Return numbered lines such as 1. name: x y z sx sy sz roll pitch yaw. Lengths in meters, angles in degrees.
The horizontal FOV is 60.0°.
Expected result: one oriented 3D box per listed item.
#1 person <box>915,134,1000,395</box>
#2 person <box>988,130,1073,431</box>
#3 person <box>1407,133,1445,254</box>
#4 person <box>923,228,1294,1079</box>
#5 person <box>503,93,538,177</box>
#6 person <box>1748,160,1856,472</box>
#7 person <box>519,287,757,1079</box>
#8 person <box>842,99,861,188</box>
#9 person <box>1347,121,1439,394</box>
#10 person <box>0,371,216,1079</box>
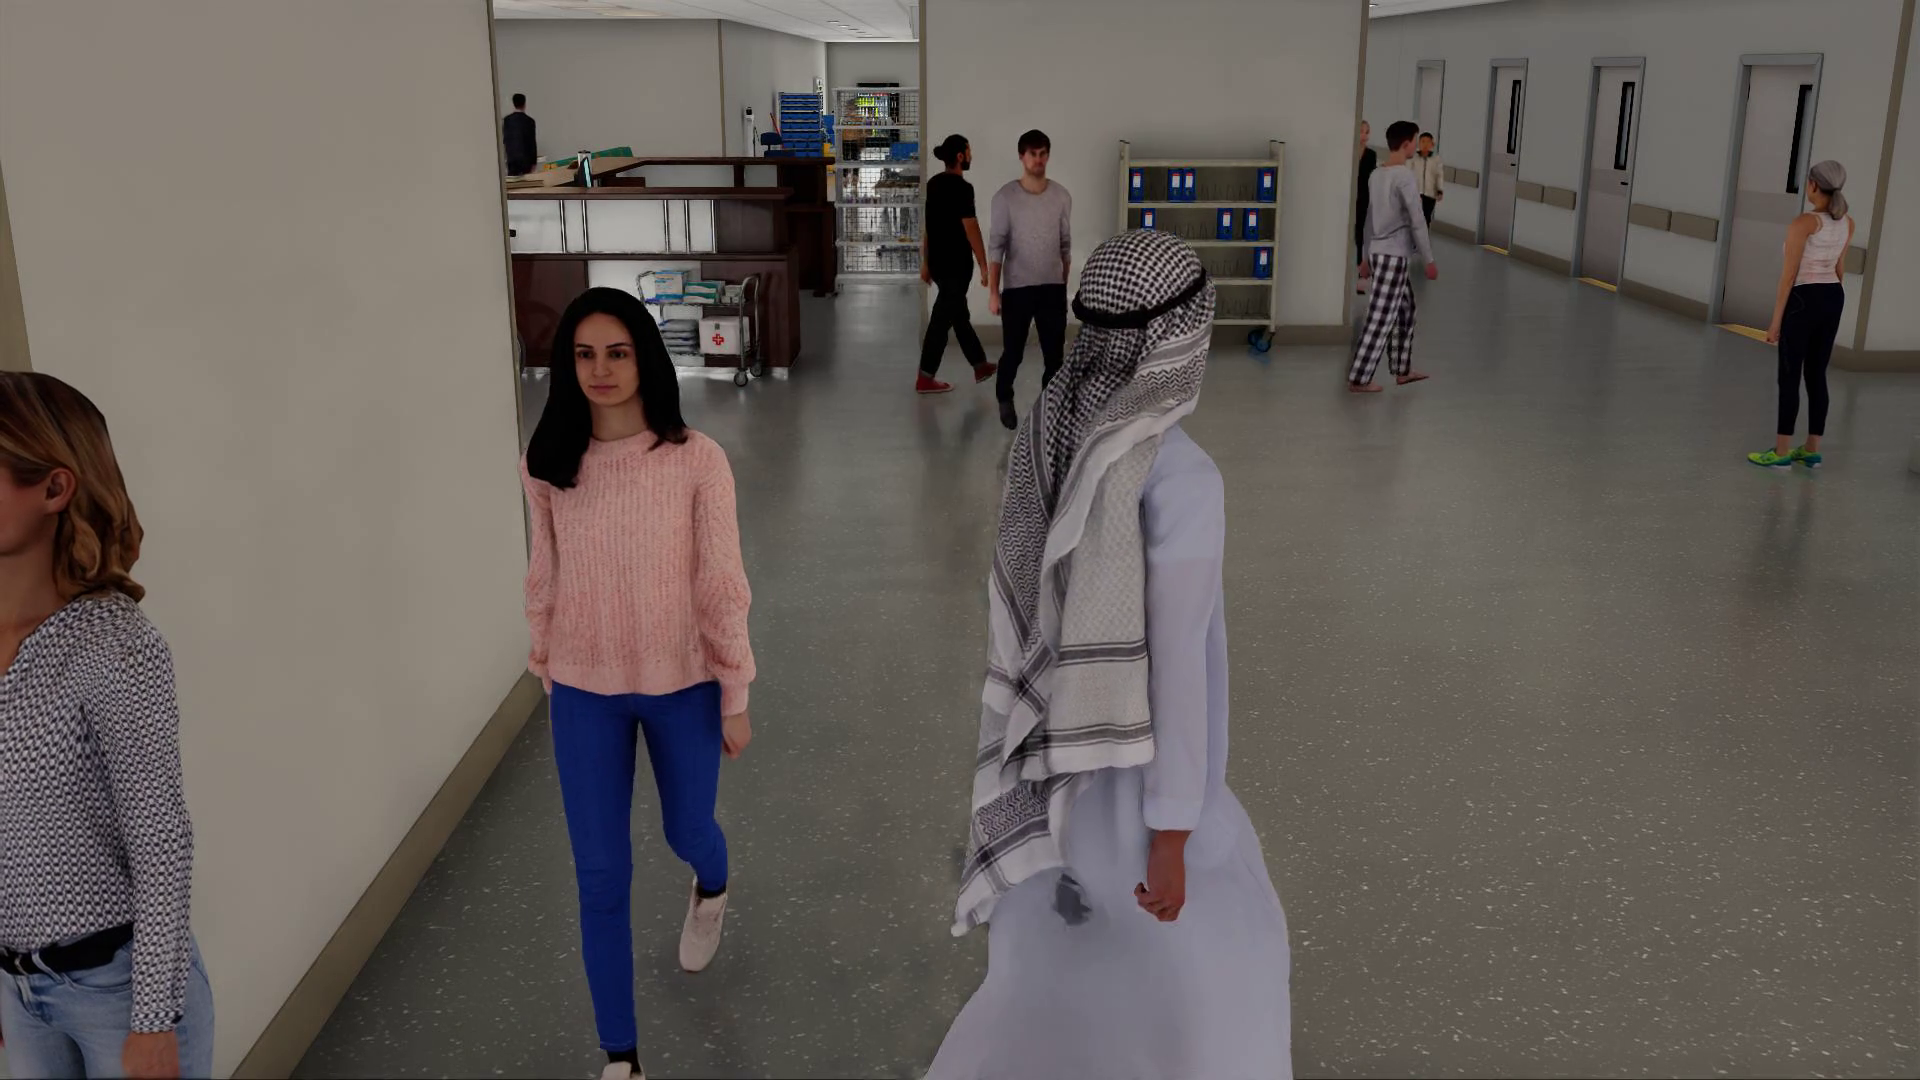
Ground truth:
1. person: -0.138 -1.833 11.286 1.161 1.726 0.985 -9 18 -29
2. person: 0.399 -1.470 9.860 1.193 1.802 0.930 -4 16 -12
3. person: 5.666 -4.222 20.321 0.931 1.422 0.764 3 16 10
4. person: 0.178 0.460 2.851 1.322 1.890 1.165 -12 19 -35
5. person: -6.269 -5.363 23.624 1.157 1.826 0.751 -1 16 -5
6. person: 4.735 -1.244 9.241 0.590 1.702 0.729 -6 17 -20
7. person: -0.667 0.336 3.587 1.101 1.729 0.736 1 16 2
8. person: -2.108 -7.542 31.707 1.052 1.634 0.765 2 16 8
9. person: 2.855 -1.893 11.314 1.002 1.826 0.778 -4 16 -13
10. person: -1.231 0.645 2.369 0.599 1.796 0.724 8 17 25
